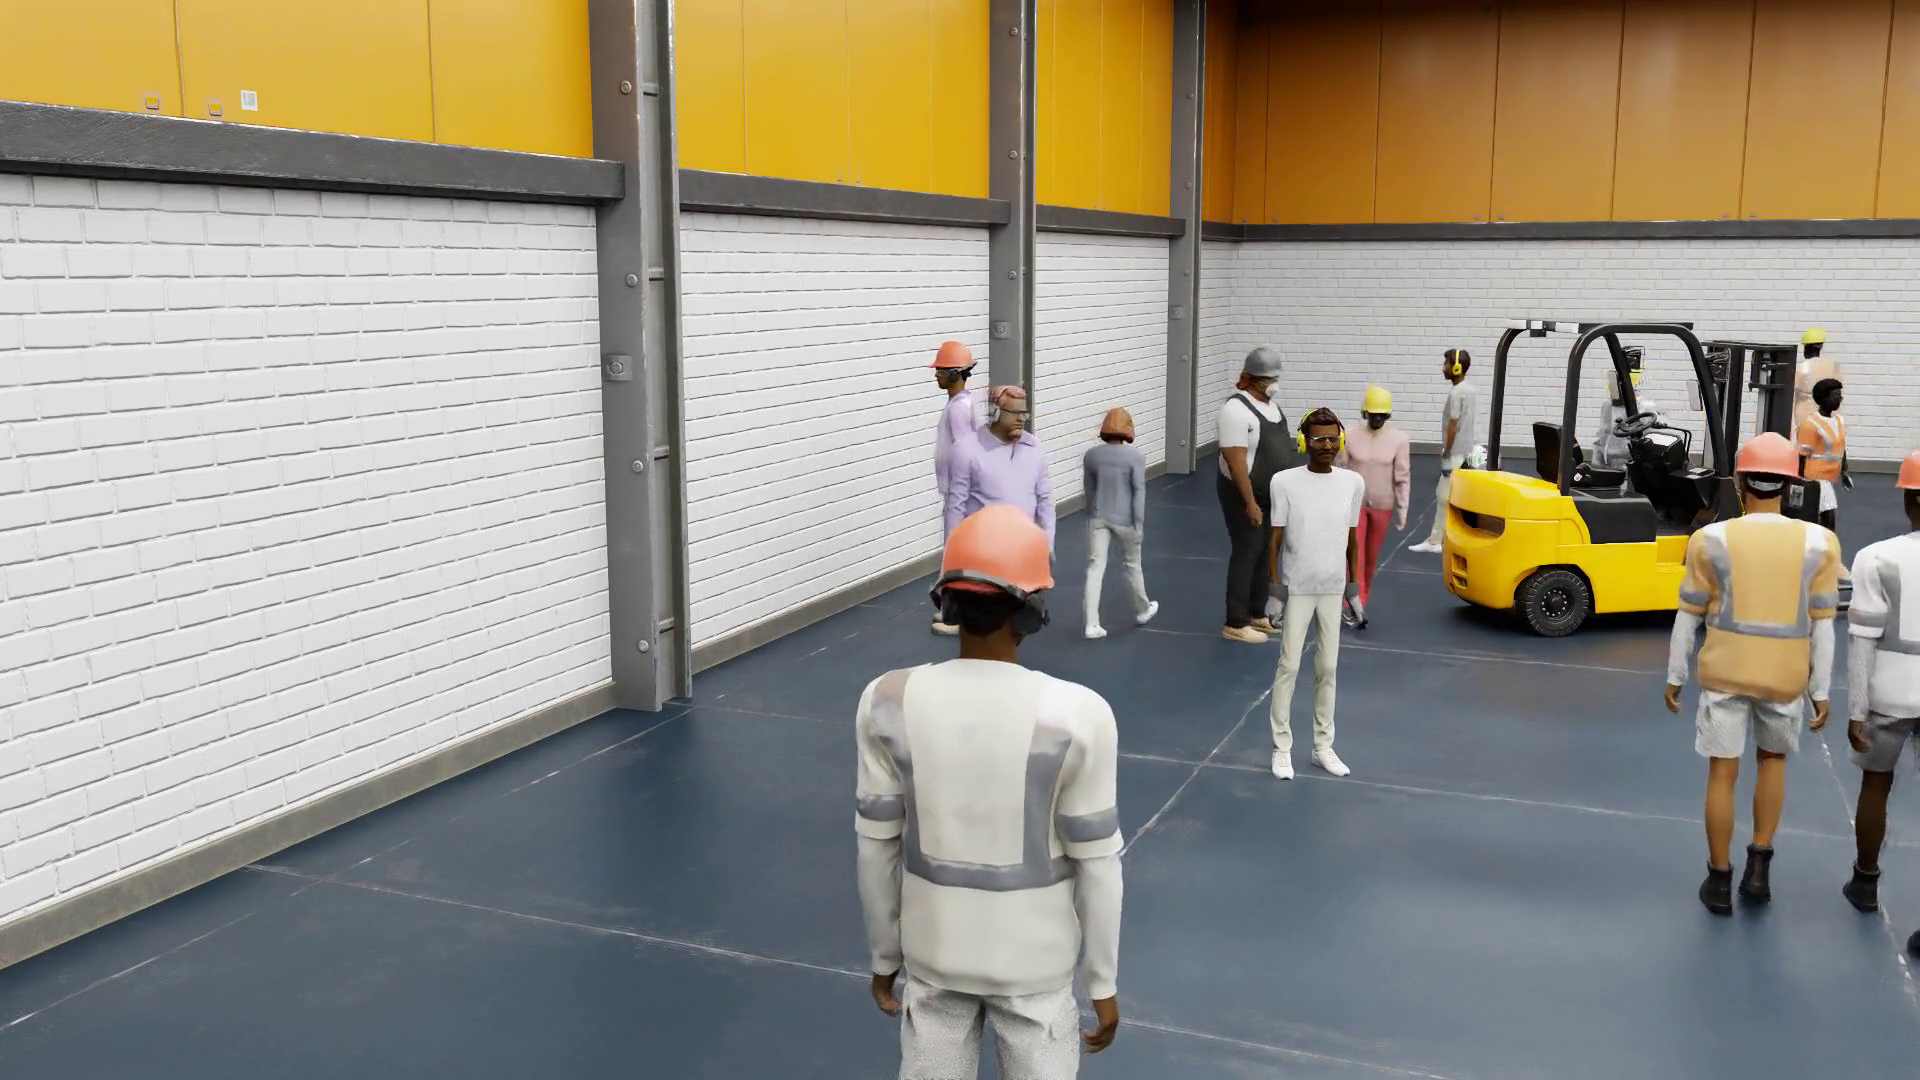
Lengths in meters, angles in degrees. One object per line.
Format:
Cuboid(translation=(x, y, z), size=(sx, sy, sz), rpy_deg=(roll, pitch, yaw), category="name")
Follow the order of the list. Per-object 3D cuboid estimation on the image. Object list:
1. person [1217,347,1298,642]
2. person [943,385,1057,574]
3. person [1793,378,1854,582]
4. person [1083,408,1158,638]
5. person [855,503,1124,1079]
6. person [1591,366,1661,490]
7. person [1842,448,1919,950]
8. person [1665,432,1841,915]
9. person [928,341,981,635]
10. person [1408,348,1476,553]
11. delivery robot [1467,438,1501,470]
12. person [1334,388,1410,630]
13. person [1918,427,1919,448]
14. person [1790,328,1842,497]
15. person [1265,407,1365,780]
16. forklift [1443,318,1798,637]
Cuboid(translation=(2.056, -0.327, 11.424), size=(0.536, 2.000, 0.698), rpy_deg=(7, 12, 37), category="person")
Cuboid(translation=(0.293, 0.053, 9.592), size=(0.646, 1.876, 0.783), rpy_deg=(-6, 11, -33), category="person")
Cuboid(translation=(7.089, -0.512, 13.782), size=(0.538, 1.666, 0.871), rpy_deg=(-8, 12, -38), category="person")
Cuboid(translation=(1.098, -0.135, 11.632), size=(0.509, 1.571, 0.878), rpy_deg=(6, 11, 30), category="person")
Cuboid(translation=(0.076, 0.932, 3.791), size=(0.614, 2.040, 0.391), rpy_deg=(3, 10, 17), category="person")
Cuboid(translation=(5.540, -0.579, 13.750), size=(0.918, 1.783, 0.622), rpy_deg=(-3, 10, -18), category="person")
Cuboid(translation=(3.638, 0.600, 6.281), size=(0.549, 1.915, 0.886), rpy_deg=(3, 10, 17), category="person")
Cuboid(translation=(3.117, 0.529, 6.597), size=(0.582, 1.915, 0.470), rpy_deg=(3, 10, 18), category="person")
Cuboid(translation=(-0.037, -0.360, 11.612), size=(0.378, 2.045, 0.605), rpy_deg=(1, 9, 5), category="person")
Cuboid(translation=(4.380, -0.765, 14.661), size=(0.764, 1.850, 0.546), rpy_deg=(5, 11, 30), category="person")
Cuboid(translation=(5.948, -0.940, 19.344), size=(0.477, 0.478, 0.707), rpy_deg=(-4, 10, -21), category="delivery robot")
Cuboid(translation=(2.903, -0.223, 11.773), size=(0.536, 1.702, 0.937), rpy_deg=(1, 9, 4), category="person")
Cuboid(translation=(9.083, -0.816, 15.269), size=(0.459, 1.749, 0.530), rpy_deg=(-1, 9, -5), category="person")
Cuboid(translation=(9.138, -1.342, 18.031), size=(0.617, 1.880, 0.945), rpy_deg=(-2, 10, -13), category="person")
Cuboid(translation=(1.780, 0.267, 8.343), size=(0.508, 1.872, 0.329), rpy_deg=(-2, 10, -10), category="person")
Cuboid(translation=(4.706, -0.497, 11.990), size=(2.313, 2.155, 1.214), rpy_deg=(-2, 10, -10), category="forklift")
